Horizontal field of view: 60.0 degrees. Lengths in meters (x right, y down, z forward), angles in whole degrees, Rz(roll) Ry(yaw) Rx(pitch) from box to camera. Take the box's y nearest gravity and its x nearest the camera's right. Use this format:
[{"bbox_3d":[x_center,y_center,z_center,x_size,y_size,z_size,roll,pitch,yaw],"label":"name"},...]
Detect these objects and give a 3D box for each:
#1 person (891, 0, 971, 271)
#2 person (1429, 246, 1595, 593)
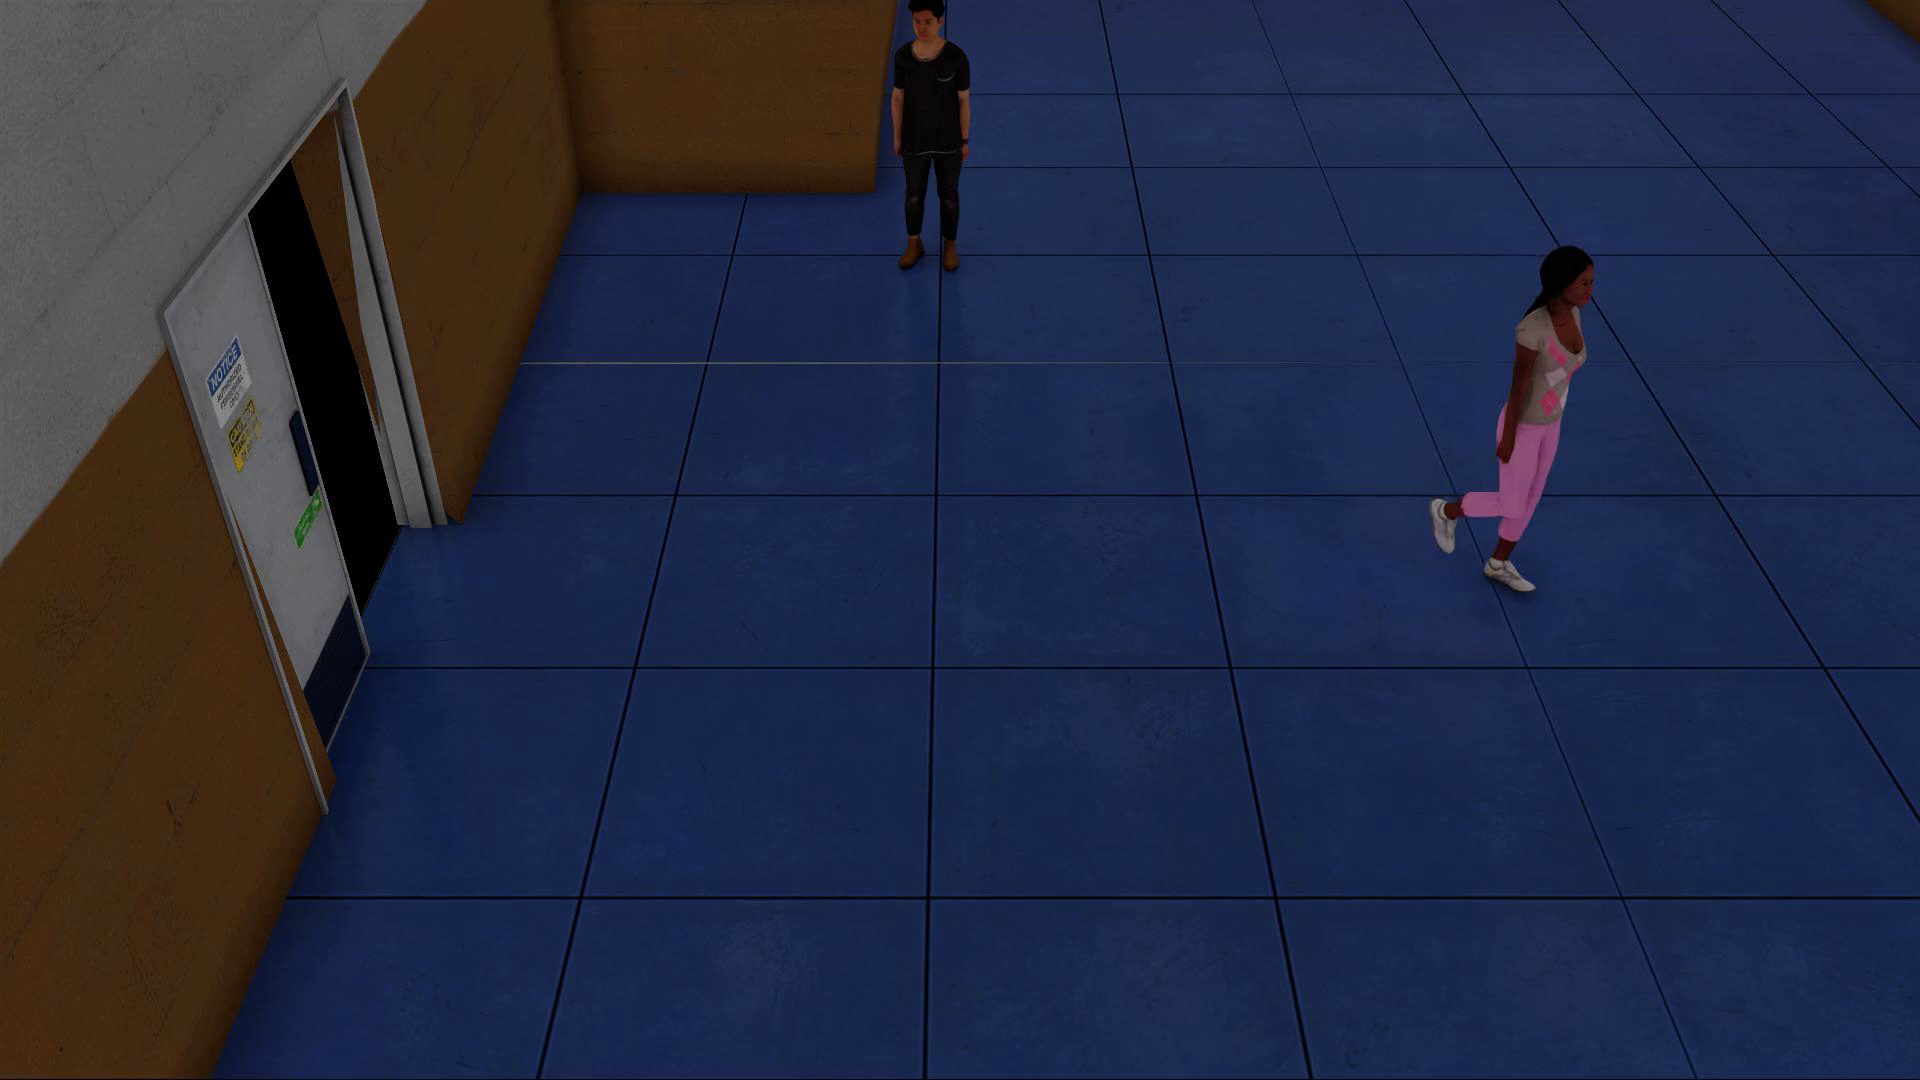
[{"bbox_3d":[-0.169,-2.465,10.067,0.523,1.714,0.716,5,37,7],"label":"person"},{"bbox_3d":[2.480,-0.539,7.487,0.856,1.731,0.908,-29,46,-33],"label":"person"}]
